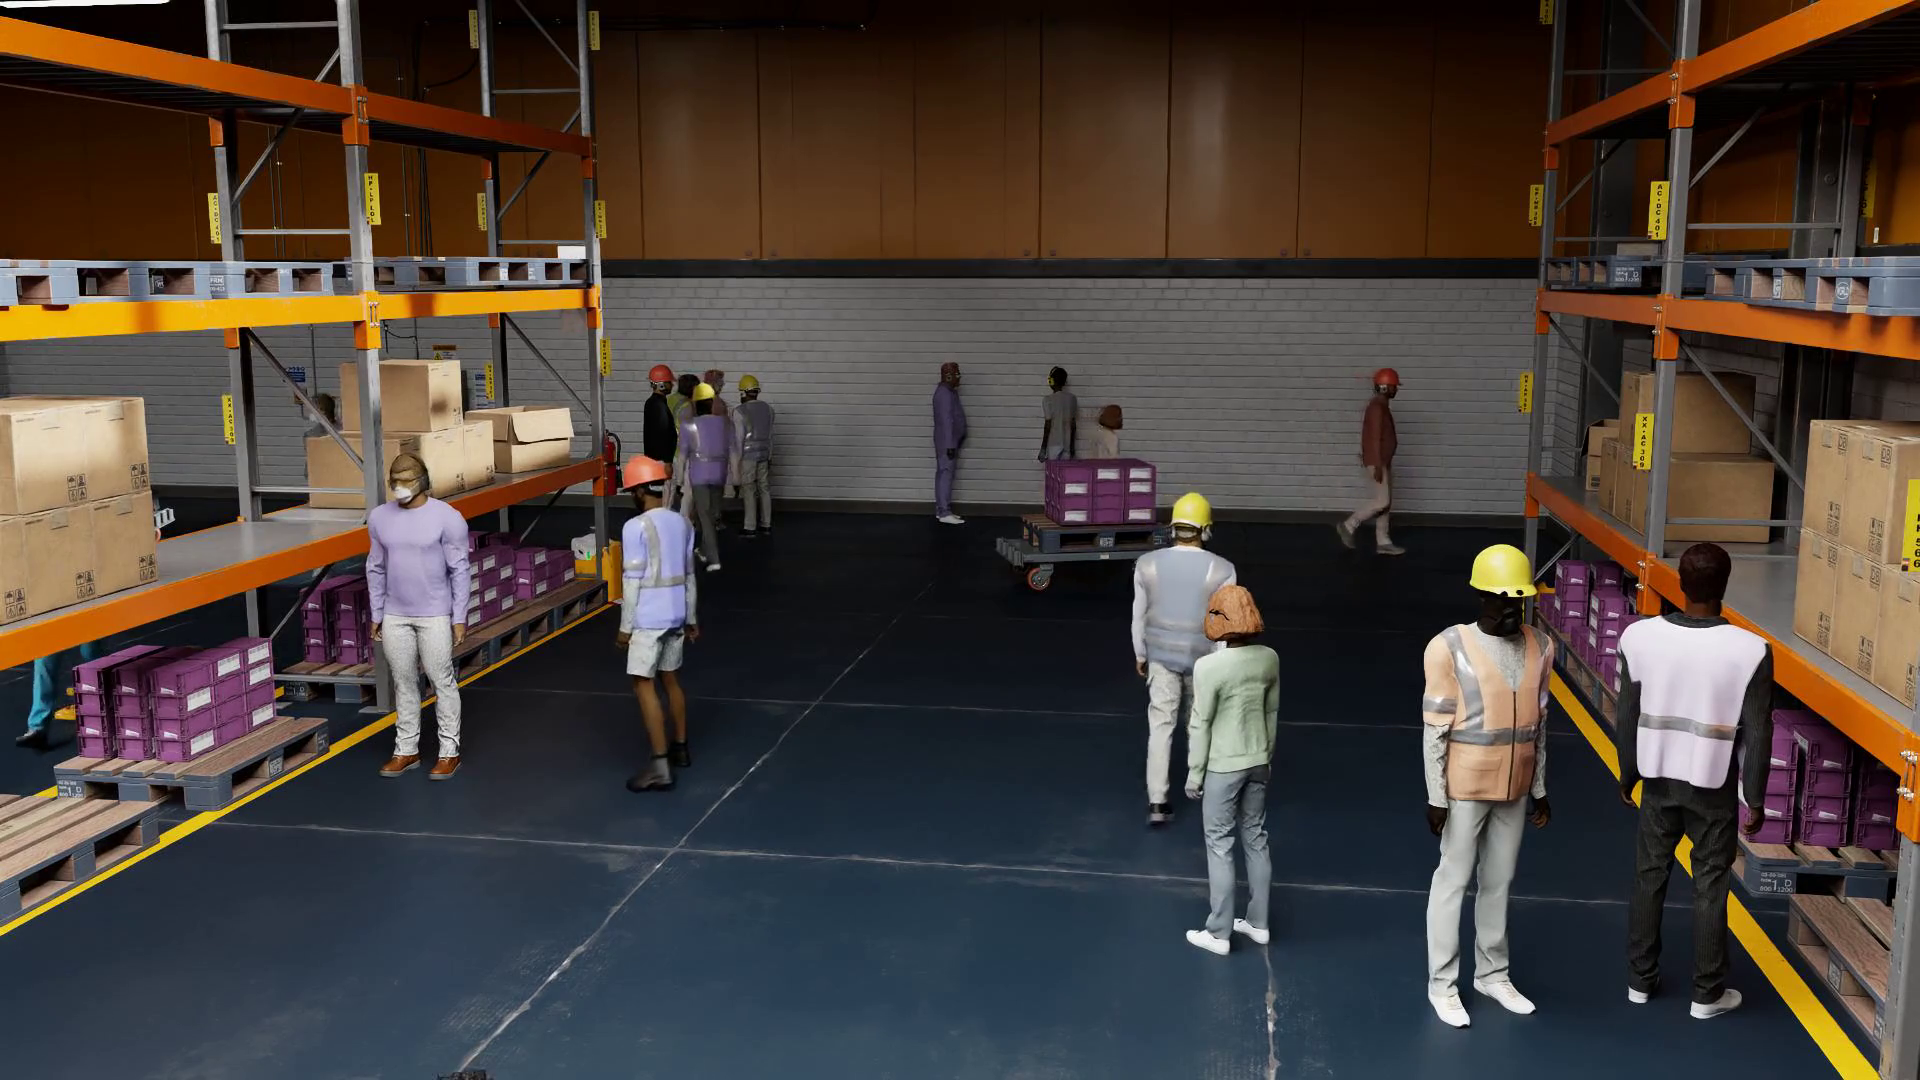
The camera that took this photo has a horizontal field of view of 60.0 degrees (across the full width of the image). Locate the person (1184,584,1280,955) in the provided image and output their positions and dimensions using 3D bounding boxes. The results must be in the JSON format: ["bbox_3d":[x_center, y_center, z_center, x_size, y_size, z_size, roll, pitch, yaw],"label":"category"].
[{"bbox_3d":[1.207,1.005,7.335,0.494,1.624,0.286,-7,11,-36],"label":"person"}]

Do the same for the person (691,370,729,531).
[{"bbox_3d":[-2.858,-1.026,19.135,0.687,1.866,0.479,6,11,34],"label":"person"}]

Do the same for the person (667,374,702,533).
[{"bbox_3d":[-3.171,-0.984,19.020,0.442,1.820,0.629,-5,10,-26],"label":"person"}]

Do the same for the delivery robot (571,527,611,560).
[{"bbox_3d":[-3.462,0.116,15.816,0.477,0.478,0.707,-4,10,-24],"label":"delivery robot"}]

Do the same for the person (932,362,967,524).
[{"bbox_3d":[-0.122,-1.153,19.776,0.401,1.909,0.641,-1,9,-4],"label":"person"}]

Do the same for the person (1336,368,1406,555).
[{"bbox_3d":[4.375,-0.821,17.487,0.624,1.980,0.634,4,10,22],"label":"person"}]

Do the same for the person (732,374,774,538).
[{"bbox_3d":[-2.345,-0.942,18.693,0.404,1.833,0.591,7,12,38],"label":"person"}]

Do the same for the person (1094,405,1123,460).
[{"bbox_3d":[1.609,-0.603,17.326,0.801,1.595,0.521,-2,9,-12],"label":"person"}]

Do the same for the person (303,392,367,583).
[{"bbox_3d":[-5.594,-0.375,14.939,0.632,1.919,0.831,4,10,23],"label":"person"}]

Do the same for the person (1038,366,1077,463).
[{"bbox_3d":[1.142,-1.100,19.557,0.520,1.873,0.328,-7,11,-36],"label":"person"}]

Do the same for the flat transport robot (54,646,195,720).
[{"bbox_3d":[-5.532,0.992,11.569,0.652,0.197,1.431,1,9,8],"label":"flat transport robot"}]

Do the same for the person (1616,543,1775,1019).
[{"bbox_3d":[2.933,0.962,6.684,0.592,1.921,0.389,8,12,40],"label":"person"}]

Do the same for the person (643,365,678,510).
[{"bbox_3d":[-3.180,-0.869,17.742,0.379,1.996,0.611,-4,10,-24],"label":"person"}]

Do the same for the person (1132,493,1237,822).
[{"bbox_3d":[1.229,0.632,9.161,0.600,1.787,0.957,3,10,20],"label":"person"}]

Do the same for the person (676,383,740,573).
[{"bbox_3d":[-2.552,-0.633,16.693,0.598,1.870,0.989,-5,11,-30],"label":"person"}]

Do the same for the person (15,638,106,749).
[{"bbox_3d":[-5.664,0.406,10.467,0.599,1.808,0.850,-1,9,-6],"label":"person"}]

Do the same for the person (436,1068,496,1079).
[{"bbox_3d":[-0.823,1.730,2.712,0.541,1.672,0.733,-1,9,-3],"label":"person"}]

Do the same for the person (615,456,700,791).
[{"bbox_3d":[-1.772,0.481,9.726,0.586,1.904,0.790,5,10,27],"label":"person"}]

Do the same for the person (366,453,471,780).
[{"bbox_3d":[-3.190,0.449,9.795,0.638,1.937,0.356,2,9,12],"label":"person"}]

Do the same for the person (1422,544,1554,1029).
[{"bbox_3d":[2.111,0.966,6.637,0.587,1.927,0.364,-4,10,-21],"label":"person"}]
